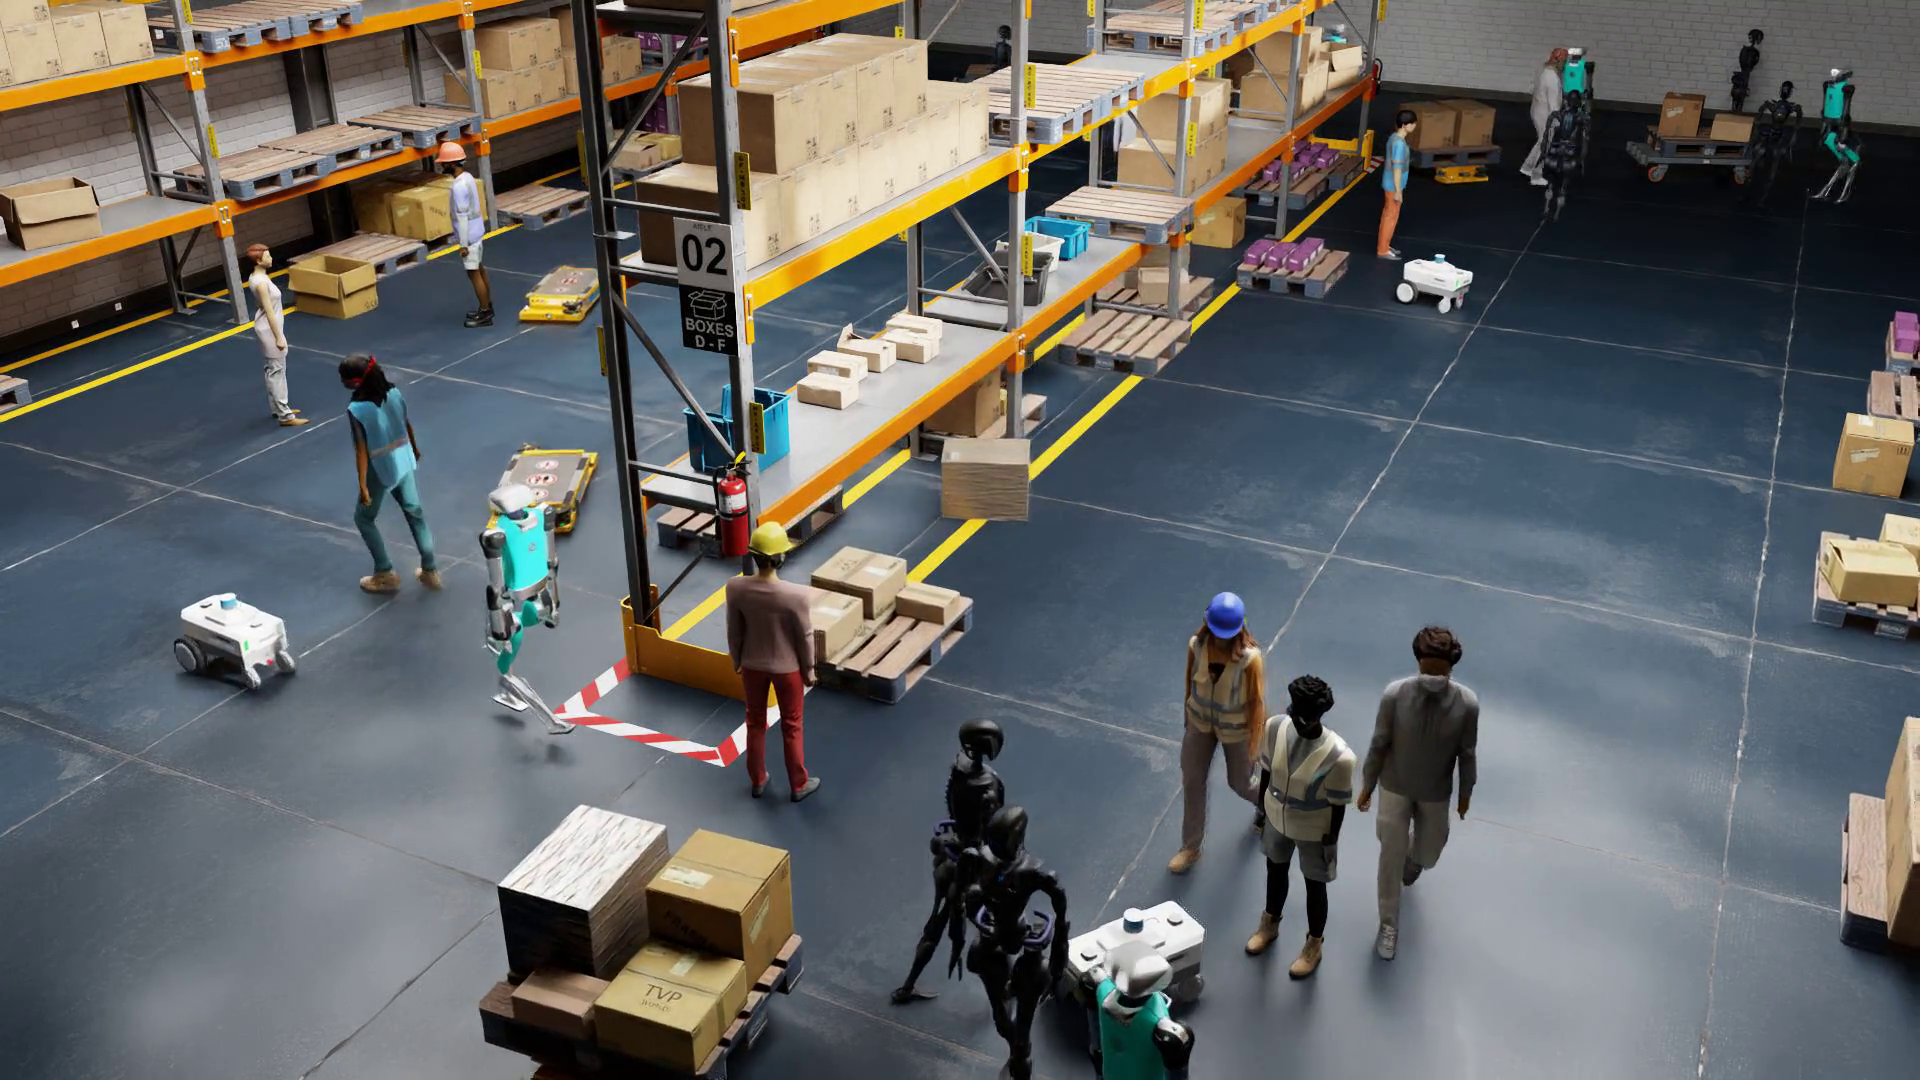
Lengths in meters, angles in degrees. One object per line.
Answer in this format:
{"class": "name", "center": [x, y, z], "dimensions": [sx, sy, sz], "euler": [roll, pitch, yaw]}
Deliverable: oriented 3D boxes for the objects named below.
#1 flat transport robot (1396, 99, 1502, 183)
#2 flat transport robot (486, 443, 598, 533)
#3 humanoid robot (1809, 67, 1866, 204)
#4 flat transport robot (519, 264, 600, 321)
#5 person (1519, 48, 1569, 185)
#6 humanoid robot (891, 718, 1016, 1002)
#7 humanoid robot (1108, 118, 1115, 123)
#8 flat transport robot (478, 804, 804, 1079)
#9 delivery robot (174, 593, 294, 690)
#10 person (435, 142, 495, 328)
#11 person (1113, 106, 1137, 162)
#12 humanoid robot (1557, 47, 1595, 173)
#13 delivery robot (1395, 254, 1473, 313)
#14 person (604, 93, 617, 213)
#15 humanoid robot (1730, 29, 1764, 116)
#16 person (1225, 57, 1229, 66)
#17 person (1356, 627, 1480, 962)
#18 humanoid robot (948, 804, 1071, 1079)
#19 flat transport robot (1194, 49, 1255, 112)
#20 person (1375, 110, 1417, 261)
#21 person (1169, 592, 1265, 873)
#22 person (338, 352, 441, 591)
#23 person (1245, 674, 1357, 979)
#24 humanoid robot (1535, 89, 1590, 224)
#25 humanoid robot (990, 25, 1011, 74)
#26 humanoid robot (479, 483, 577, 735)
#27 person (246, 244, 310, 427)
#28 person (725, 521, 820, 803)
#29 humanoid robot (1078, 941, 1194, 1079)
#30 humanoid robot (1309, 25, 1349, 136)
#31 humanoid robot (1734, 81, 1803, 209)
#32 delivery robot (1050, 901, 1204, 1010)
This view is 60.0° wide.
{"class": "flat transport robot", "center": [6.809, -5.289, 23.462], "dimensions": [0.659, 0.231, 1.431], "euler": [-6, 27, -12]}
{"class": "flat transport robot", "center": [-3.414, -0.430, 13.647], "dimensions": [0.659, 0.231, 1.431], "euler": [-1, 26, -2]}
{"class": "humanoid robot", "center": [11.648, -5.287, 21.795], "dimensions": [0.797, 1.769, 0.543], "euler": [-2, 26, -3]}
{"class": "flat transport robot", "center": [-4.298, -2.713, 18.258], "dimensions": [0.659, 0.231, 1.431], "euler": [2, 26, 5]}
{"class": "person", "center": [7.959, -5.743, 22.568], "dimensions": [0.431, 1.878, 0.688], "euler": [0, 26, 0]}
{"class": "humanoid robot", "center": [0.041, 1.575, 8.068], "dimensions": [0.783, 1.624, 0.600], "euler": [-9, 28, -17]}
{"class": "humanoid robot", "center": [2.378, -5.951, 23.221], "dimensions": [0.542, 1.855, 0.738], "euler": [21, 33, 36]}
{"class": "flat transport robot", "center": [-1.525, 2.358, 8.014], "dimensions": [0.659, 0.231, 1.431], "euler": [10, 28, 19]}
{"class": "delivery robot", "center": [-4.873, 0.636, 11.164], "dimensions": [0.782, 0.589, 0.499], "euler": [15, 30, 28]}
{"class": "person", "center": [-5.162, -3.181, 17.342], "dimensions": [0.397, 1.928, 0.541], "euler": [-4, 27, -8]}
{"class": "person", "center": [2.248, -5.049, 21.354], "dimensions": [0.554, 1.707, 0.901], "euler": [15, 30, 27]}
{"class": "humanoid robot", "center": [8.752, -6.084, 23.440], "dimensions": [0.938, 1.771, 0.575], "euler": [-21, 33, -36]}
{"class": "delivery robot", "center": [5.174, -2.821, 18.146], "dimensions": [0.525, 0.588, 0.759], "euler": [-23, 35, -39]}
{"class": "person", "center": [-4.601, -5.100, 21.306], "dimensions": [0.382, 1.841, 0.564], "euler": [-4, 27, -7]}
{"class": "humanoid robot", "center": [11.677, -6.810, 24.952], "dimensions": [0.433, 1.649, 0.589], "euler": [9, 28, 18]}
{"class": "person", "center": [4.488, -8.536, 28.204], "dimensions": [0.798, 1.886, 0.544], "euler": [2, 26, 5]}
{"class": "person", "center": [2.347, 1.212, 8.531], "dimensions": [0.562, 1.878, 0.671], "euler": [5, 27, 11]}
{"class": "humanoid robot", "center": [0.228, 1.859, 7.448], "dimensions": [0.608, 1.635, 0.525], "euler": [11, 28, 21]}
{"class": "flat transport robot", "center": [4.453, -7.152, 27.225], "dimensions": [1.431, 0.231, 0.659], "euler": [21, 33, 36]}
{"class": "person", "center": [5.108, -4.159, 19.503], "dimensions": [0.321, 1.756, 0.506], "euler": [4, 27, 9]}
{"class": "person", "center": [1.487, 0.977, 9.148], "dimensions": [0.505, 1.742, 0.724], "euler": [17, 31, 30]}
{"class": "person", "center": [-4.125, -0.512, 12.027], "dimensions": [0.622, 1.849, 0.706], "euler": [14, 29, 26]}
{"class": "person", "center": [1.700, 1.412, 8.319], "dimensions": [0.320, 1.693, 0.533], "euler": [-24, 35, -39]}
{"class": "humanoid robot", "center": [7.583, -4.822, 20.945], "dimensions": [0.609, 1.644, 0.420], "euler": [12, 29, 22]}
{"class": "humanoid robot", "center": [0.601, -6.984, 25.296], "dimensions": [0.391, 1.628, 0.609], "euler": [-11, 28, -20]}
{"class": "humanoid robot", "center": [-2.791, 0.420, 10.275], "dimensions": [1.027, 1.732, 0.547], "euler": [17, 31, 31]}
{"class": "person", "center": [-6.165, -1.843, 14.929], "dimensions": [0.284, 1.661, 0.450], "euler": [-15, 30, -28]}
{"class": "person", "center": [-1.083, 0.713, 9.654], "dimensions": [0.526, 1.763, 0.328], "euler": [7, 27, 14]}
{"class": "humanoid robot", "center": [0.835, 2.252, 6.585], "dimensions": [1.016, 1.729, 0.547], "euler": [-20, 33, -34]}
{"class": "humanoid robot", "center": [5.353, -6.774, 24.862], "dimensions": [0.733, 1.833, 0.532], "euler": [17, 31, 31]}
{"class": "humanoid robot", "center": [10.526, -5.144, 21.590], "dimensions": [0.602, 1.647, 0.454], "euler": [10, 28, 20]}
{"class": "delivery robot", "center": [0.834, 2.094, 8.222], "dimensions": [0.783, 0.592, 0.499], "euler": [-14, 30, -27]}
